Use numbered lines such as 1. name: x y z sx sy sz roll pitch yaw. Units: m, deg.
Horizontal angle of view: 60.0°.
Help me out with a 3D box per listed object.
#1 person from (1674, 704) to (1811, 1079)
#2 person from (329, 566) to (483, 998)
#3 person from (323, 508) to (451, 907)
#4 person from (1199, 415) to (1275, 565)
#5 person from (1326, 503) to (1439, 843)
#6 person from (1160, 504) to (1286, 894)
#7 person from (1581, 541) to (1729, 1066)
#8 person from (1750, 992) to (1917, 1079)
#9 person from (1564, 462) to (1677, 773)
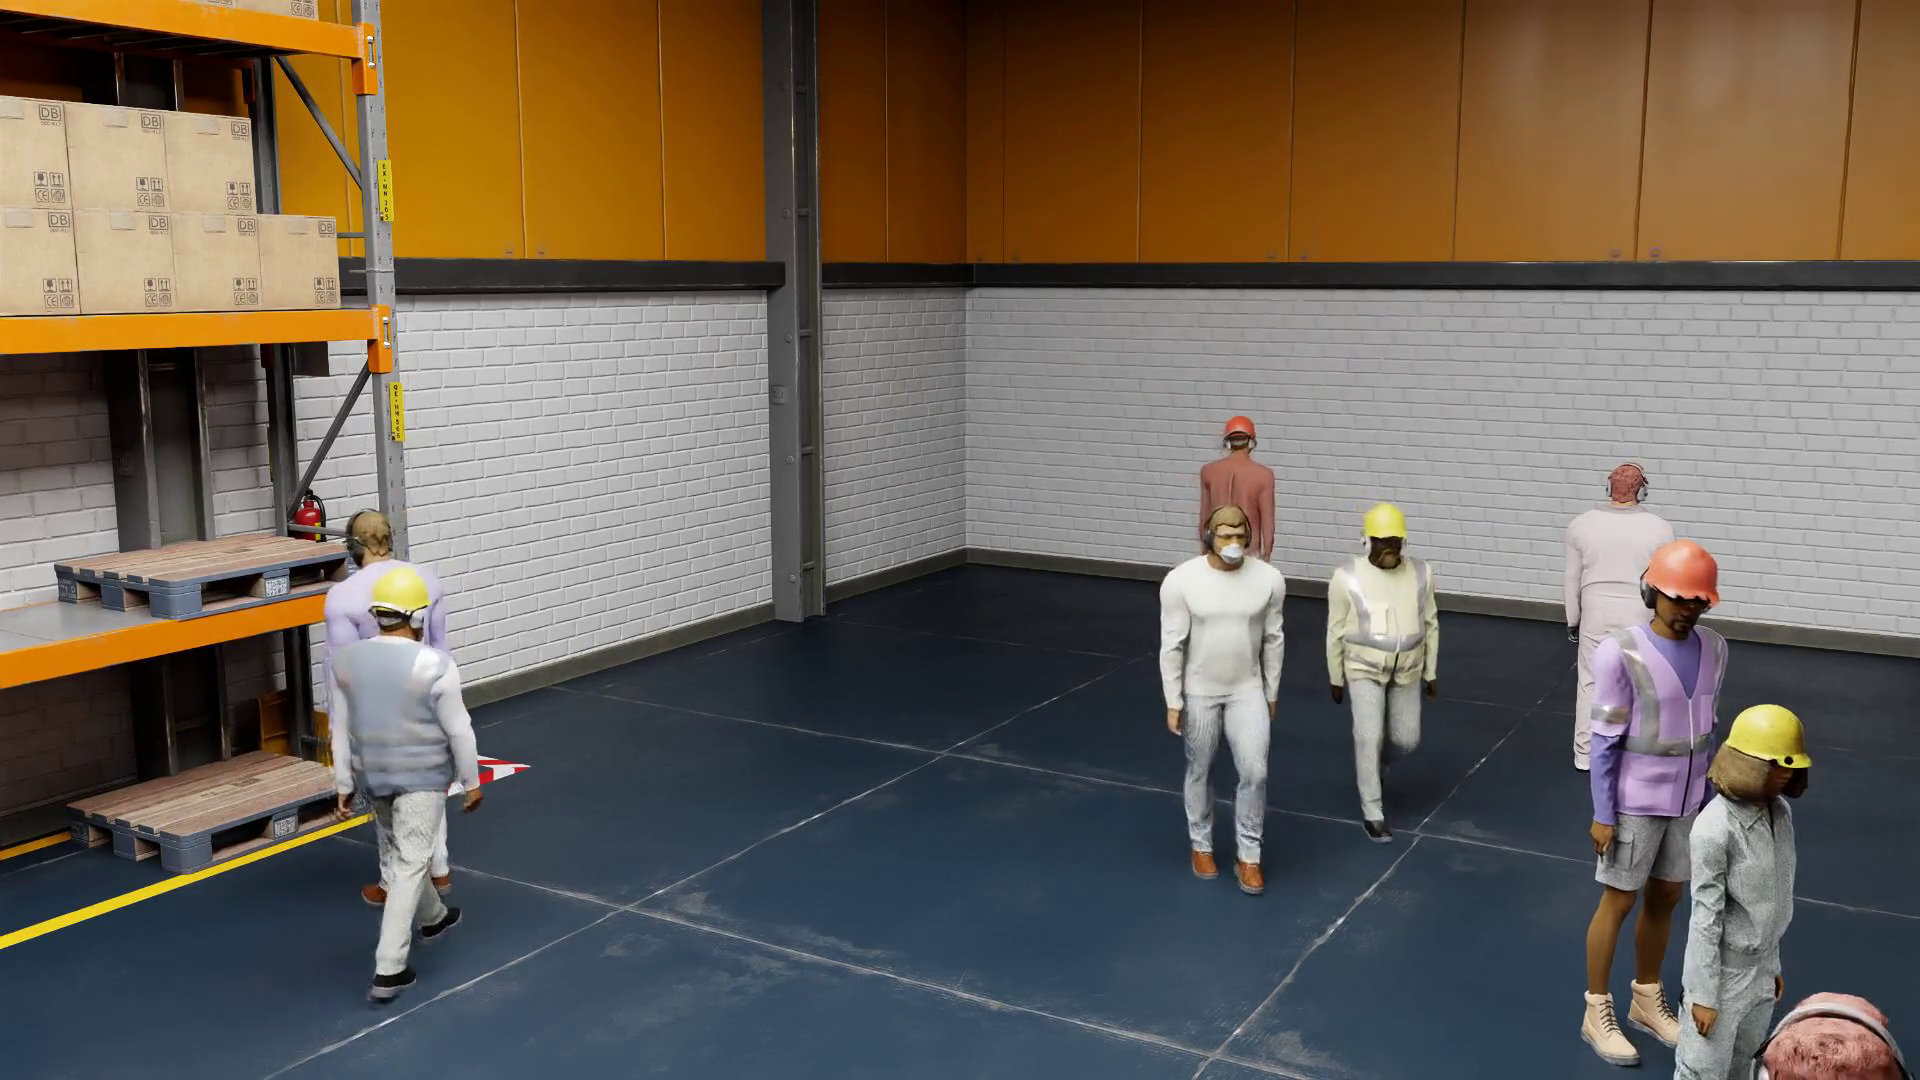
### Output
1. person: 2.410 1.349 5.134 0.491 1.741 0.323 -7 12 -38
2. person: -2.382 1.001 7.180 0.598 1.789 0.914 3 9 16
3. person: -2.748 0.804 8.005 0.425 1.919 0.657 6 11 31
4. person: 2.090 0.038 12.640 0.621 1.963 0.529 5 10 28
5. person: 2.279 0.685 9.034 0.604 1.819 0.638 -1 9 -7
6. person: 1.289 0.776 8.148 0.629 1.915 0.718 0 9 1
7. person: 2.699 1.001 6.390 0.612 2.033 0.399 -4 10 -21
8. person: 1.364 1.663 2.701 0.646 1.900 0.395 7 12 39
9. person: 3.973 0.484 10.020 0.643 1.908 0.408 6 11 31
